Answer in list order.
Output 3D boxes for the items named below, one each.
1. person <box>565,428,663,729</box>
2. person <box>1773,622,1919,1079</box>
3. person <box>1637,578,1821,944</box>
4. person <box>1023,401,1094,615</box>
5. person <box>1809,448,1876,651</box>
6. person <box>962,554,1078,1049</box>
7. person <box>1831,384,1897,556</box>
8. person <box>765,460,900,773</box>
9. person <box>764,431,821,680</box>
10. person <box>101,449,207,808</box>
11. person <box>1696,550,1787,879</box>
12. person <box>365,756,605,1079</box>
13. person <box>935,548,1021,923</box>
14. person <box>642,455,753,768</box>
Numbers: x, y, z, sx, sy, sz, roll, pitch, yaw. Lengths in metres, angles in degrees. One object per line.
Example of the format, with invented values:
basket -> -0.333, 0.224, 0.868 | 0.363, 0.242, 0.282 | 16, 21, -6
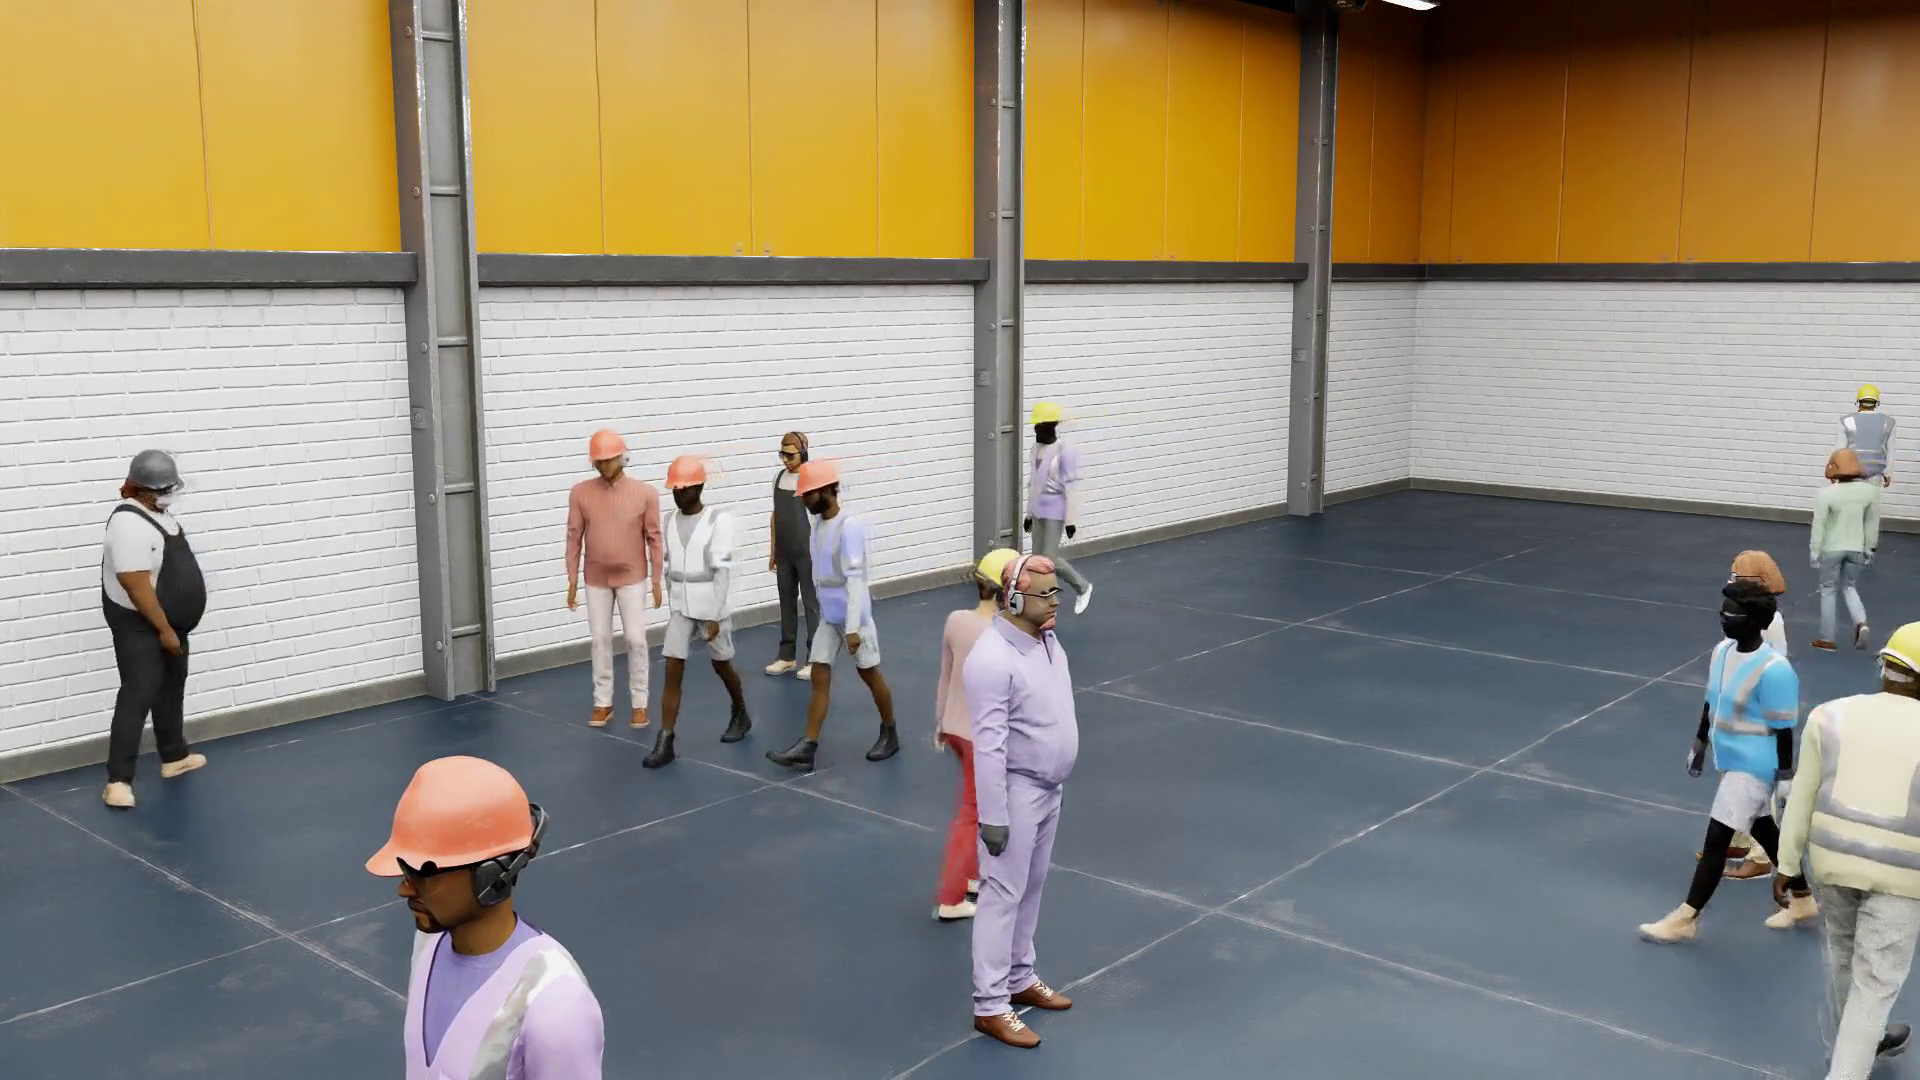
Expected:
person -> -2.279, 0.248, 10.964 | 0.620, 1.993, 0.396 | 0, 9, 1
person -> 3.246, 1.163, 5.869 | 0.946, 1.772, 0.619 | -8, 12, -41
person -> 3.518, 0.983, 7.417 | 0.880, 1.648, 0.542 | 0, 9, -1
person -> 0.817, -0.245, 14.315 | 0.554, 1.907, 0.592 | -5, 10, -29
person -> 6.944, 0.092, 13.068 | 0.520, 1.619, 0.458 | -1, 9, -4
person -> 0.263, 0.996, 6.529 | 0.402, 1.906, 0.652 | 4, 10, 24
person -> 9.581, -0.743, 17.673 | 0.602, 1.830, 0.404 | 2, 9, 12
person -> -0.737, 0.459, 10.031 | 0.955, 1.870, 0.642 | -7, 11, -36
person -> -1.209, 0.109, 12.300 | 0.506, 1.843, 0.346 | 6, 11, 32
person -> -4.628, 0.446, 9.559 | 0.533, 2.000, 0.961 | -1, 9, -9
person -> 3.898, 0.860, 8.232 | 0.274, 1.632, 0.503 | 1, 9, 5
person -> -0.961, 1.430, 3.370 | 0.372, 2.042, 0.615 | -9, 13, -44
person -> 0.152, 0.894, 7.670 | 0.649, 1.730, 0.540 | -6, 11, -35
person -> -1.618, 0.404, 10.317 | 0.543, 1.894, 0.978 | 4, 10, 22
